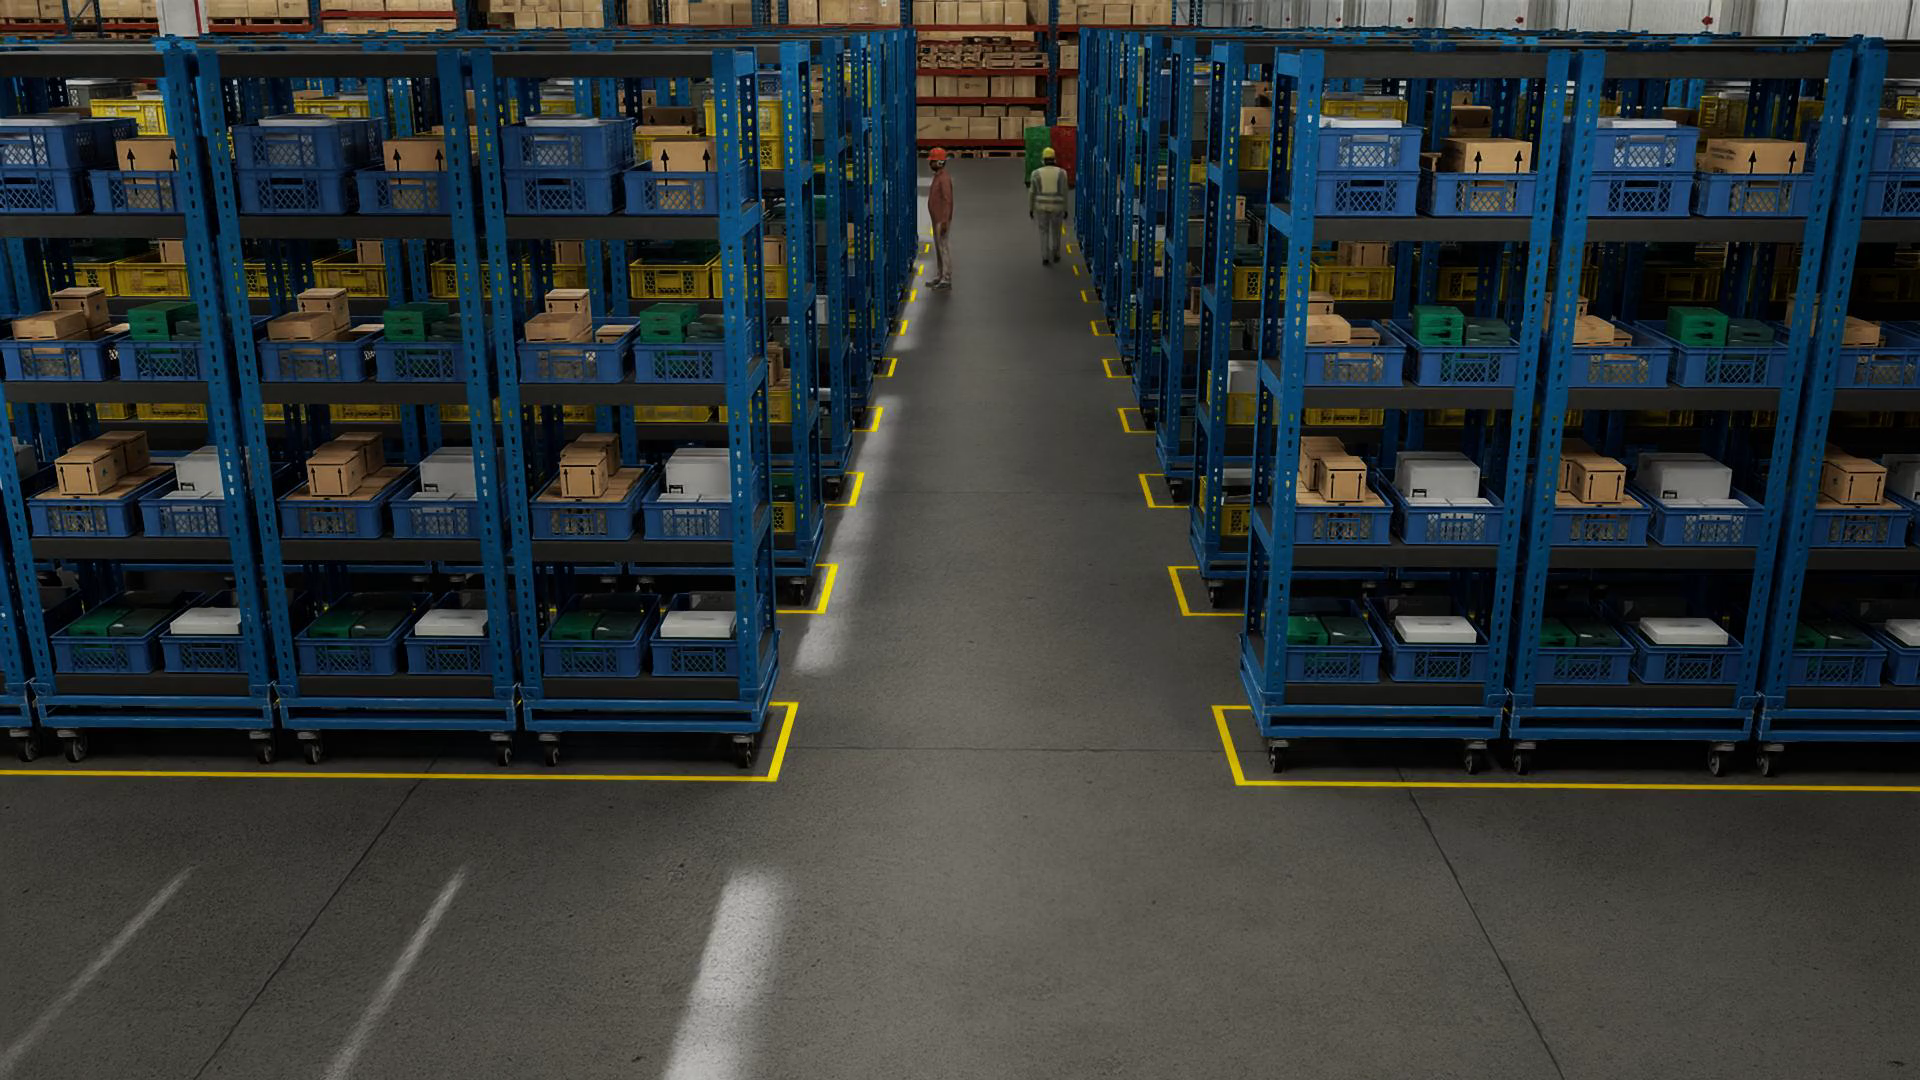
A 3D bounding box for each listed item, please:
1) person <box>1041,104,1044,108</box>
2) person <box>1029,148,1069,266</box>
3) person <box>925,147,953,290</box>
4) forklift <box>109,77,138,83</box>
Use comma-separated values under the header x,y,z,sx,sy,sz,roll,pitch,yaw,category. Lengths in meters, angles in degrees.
x,y,z,sx,sy,sz,roll,pitch,yaw,category
2.880,-14.731,56.332,0.490,1.828,0.631,-2,17,-5,person
1.393,-5.228,26.073,0.619,1.795,0.763,1,17,4,person
-0.295,-4.552,23.598,0.389,1.992,0.625,-4,18,-13,person
-24.616,-12.973,48.982,1.129,2.768,1.873,-9,20,-26,forklift
